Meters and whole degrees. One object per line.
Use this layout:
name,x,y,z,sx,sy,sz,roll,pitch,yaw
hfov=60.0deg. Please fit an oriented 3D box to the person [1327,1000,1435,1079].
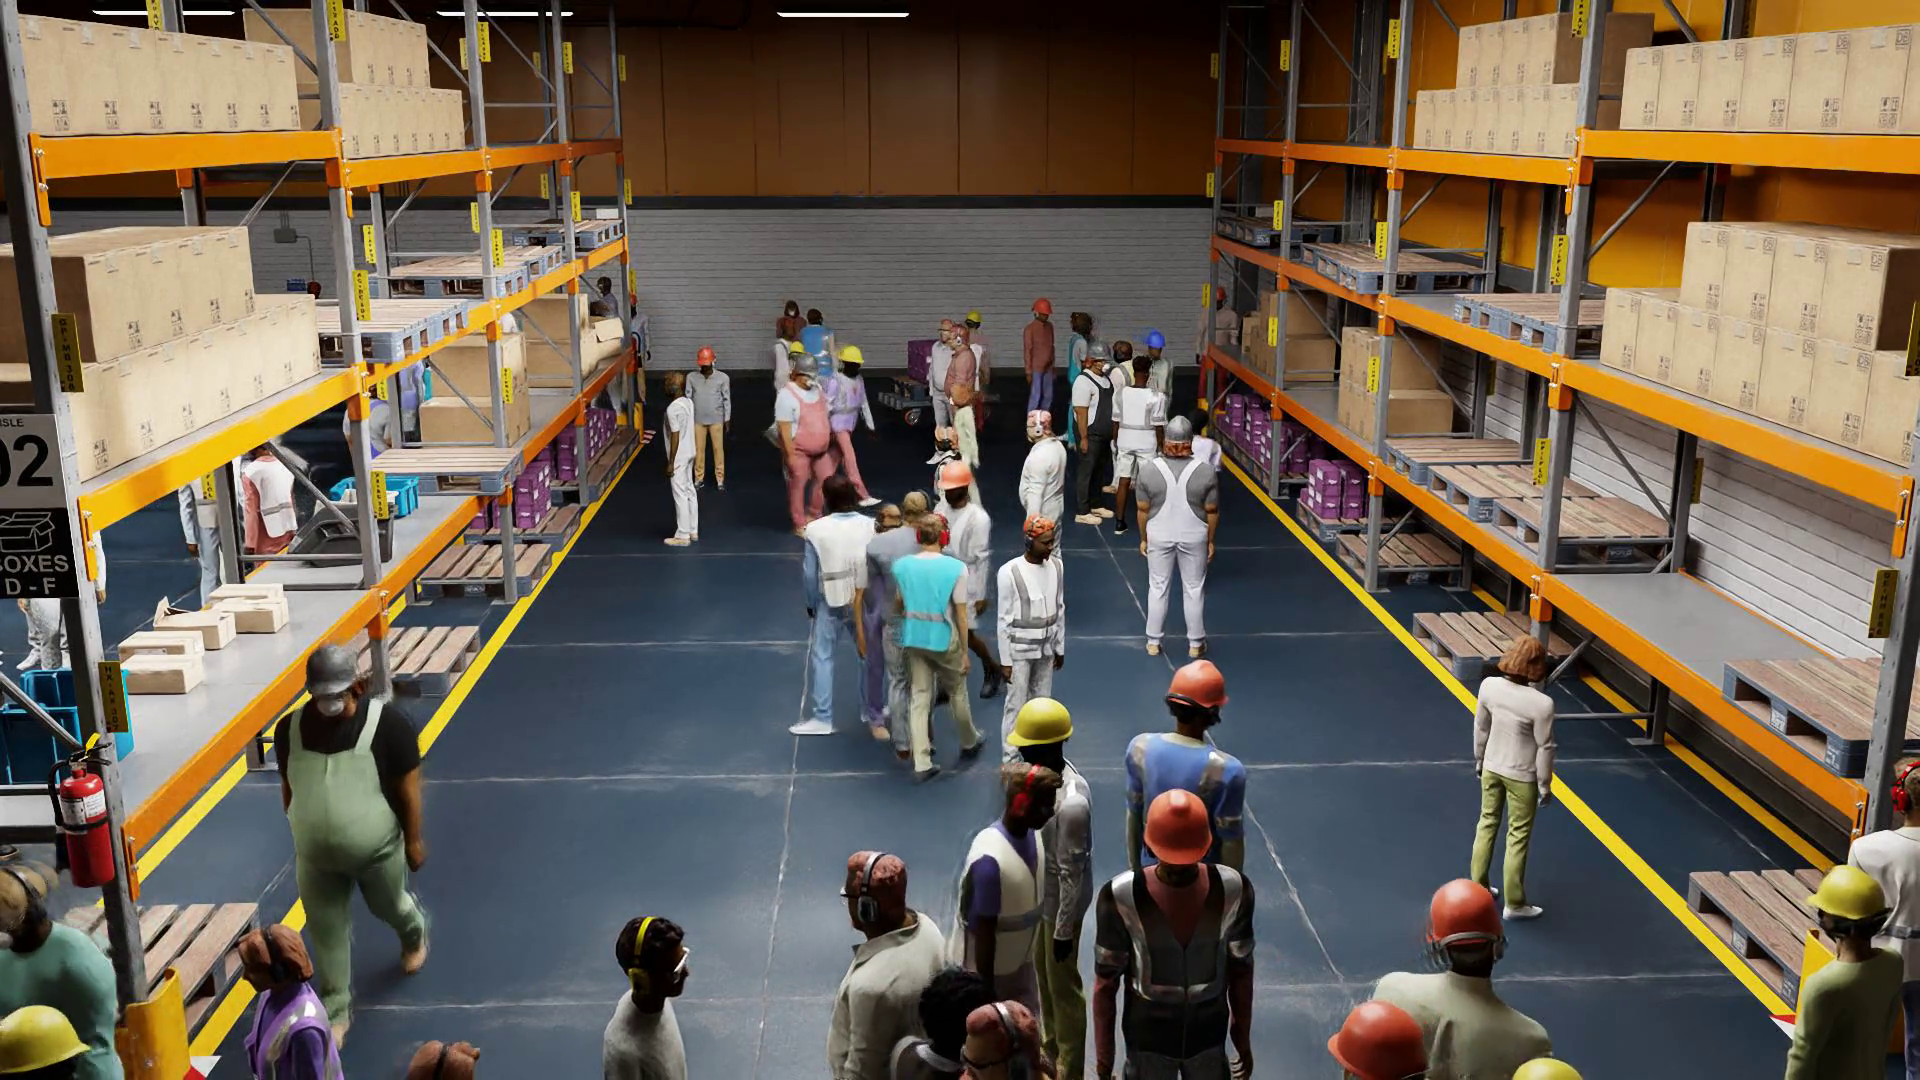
person,1.193,2.275,4.877,0.623,1.993,0.384,-12,18,-38

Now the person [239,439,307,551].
person,-7.275,-0.852,17.289,0.655,1.924,0.616,-13,19,-41

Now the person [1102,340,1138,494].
person,1.951,-1.472,19.922,0.429,1.836,0.632,10,18,35

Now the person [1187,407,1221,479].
person,2.306,-0.449,16.207,0.540,1.677,0.576,-2,14,-10

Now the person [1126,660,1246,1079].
person,1.054,1.539,7.701,0.609,2.037,0.402,11,18,36

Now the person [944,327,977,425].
person,-0.001,-1.701,20.692,0.401,1.899,0.636,3,15,11

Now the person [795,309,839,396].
person,-1.987,-2.354,23.450,0.658,1.796,0.843,3,15,12

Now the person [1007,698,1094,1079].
person,0.404,1.629,7.571,0.397,1.920,0.587,-4,15,-14

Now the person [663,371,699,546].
person,-2.949,-0.855,17.465,0.333,1.843,0.514,4,15,14

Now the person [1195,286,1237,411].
person,3.805,-2.785,24.777,0.636,1.983,0.403,4,15,16

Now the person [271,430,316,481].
person,-8.157,-1.498,20.063,0.628,1.811,0.602,-1,14,-2

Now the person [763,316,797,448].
person,-2.356,-2.047,22.112,0.515,1.868,0.581,3,15,13

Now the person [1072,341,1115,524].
person,1.525,-1.202,18.438,0.535,2.000,0.681,7,16,27

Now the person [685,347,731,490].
person,-3.045,-1.469,20.076,0.560,1.743,0.334,0,14,1

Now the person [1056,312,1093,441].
person,1.729,-2.219,22.855,0.861,1.832,0.531,7,16,24

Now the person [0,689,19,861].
person,-5.985,1.014,9.886,0.365,1.966,0.608,12,19,40

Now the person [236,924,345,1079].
person,-2.406,2.154,6.082,0.321,1.631,0.528,-10,17,-34

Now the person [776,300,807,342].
person,-2.655,-3.004,26.345,0.504,1.620,0.531,-1,14,-5

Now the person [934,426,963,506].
person,-0.094,-0.256,15.543,0.313,1.634,0.514,3,15,12

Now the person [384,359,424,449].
person,-6.917,-1.689,20.650,0.554,1.899,0.927,2,14,7

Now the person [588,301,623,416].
person,-5.335,-2.583,24.352,0.808,1.790,0.612,-9,17,-31

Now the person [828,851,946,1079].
person,-0.278,2.029,6.057,0.400,1.894,0.653,4,15,16

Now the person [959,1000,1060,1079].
person,0.169,2.286,5.069,0.430,1.880,0.685,-9,17,-32

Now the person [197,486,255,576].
person,-7.192,-0.565,16.128,0.615,1.948,0.565,10,17,34

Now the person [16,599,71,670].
person,-7.497,0.130,13.484,0.586,1.910,0.395,3,15,13

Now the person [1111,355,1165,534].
person,1.912,-1.013,17.871,0.603,1.957,0.387,7,16,25

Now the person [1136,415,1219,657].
person,1.812,-0.036,13.860,0.684,2.000,0.538,3,15,11

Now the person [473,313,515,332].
person,-6.833,-2.697,24.307,0.692,2.000,0.535,-10,17,-34

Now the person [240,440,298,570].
person,-5.857,-0.048,14.180,0.399,1.906,0.603,4,15,14

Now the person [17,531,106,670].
person,-6.801,0.350,12.582,0.635,1.932,0.363,-7,16,-26

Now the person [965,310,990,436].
person,0.189,-2.362,23.538,0.524,1.770,0.315,6,16,24
